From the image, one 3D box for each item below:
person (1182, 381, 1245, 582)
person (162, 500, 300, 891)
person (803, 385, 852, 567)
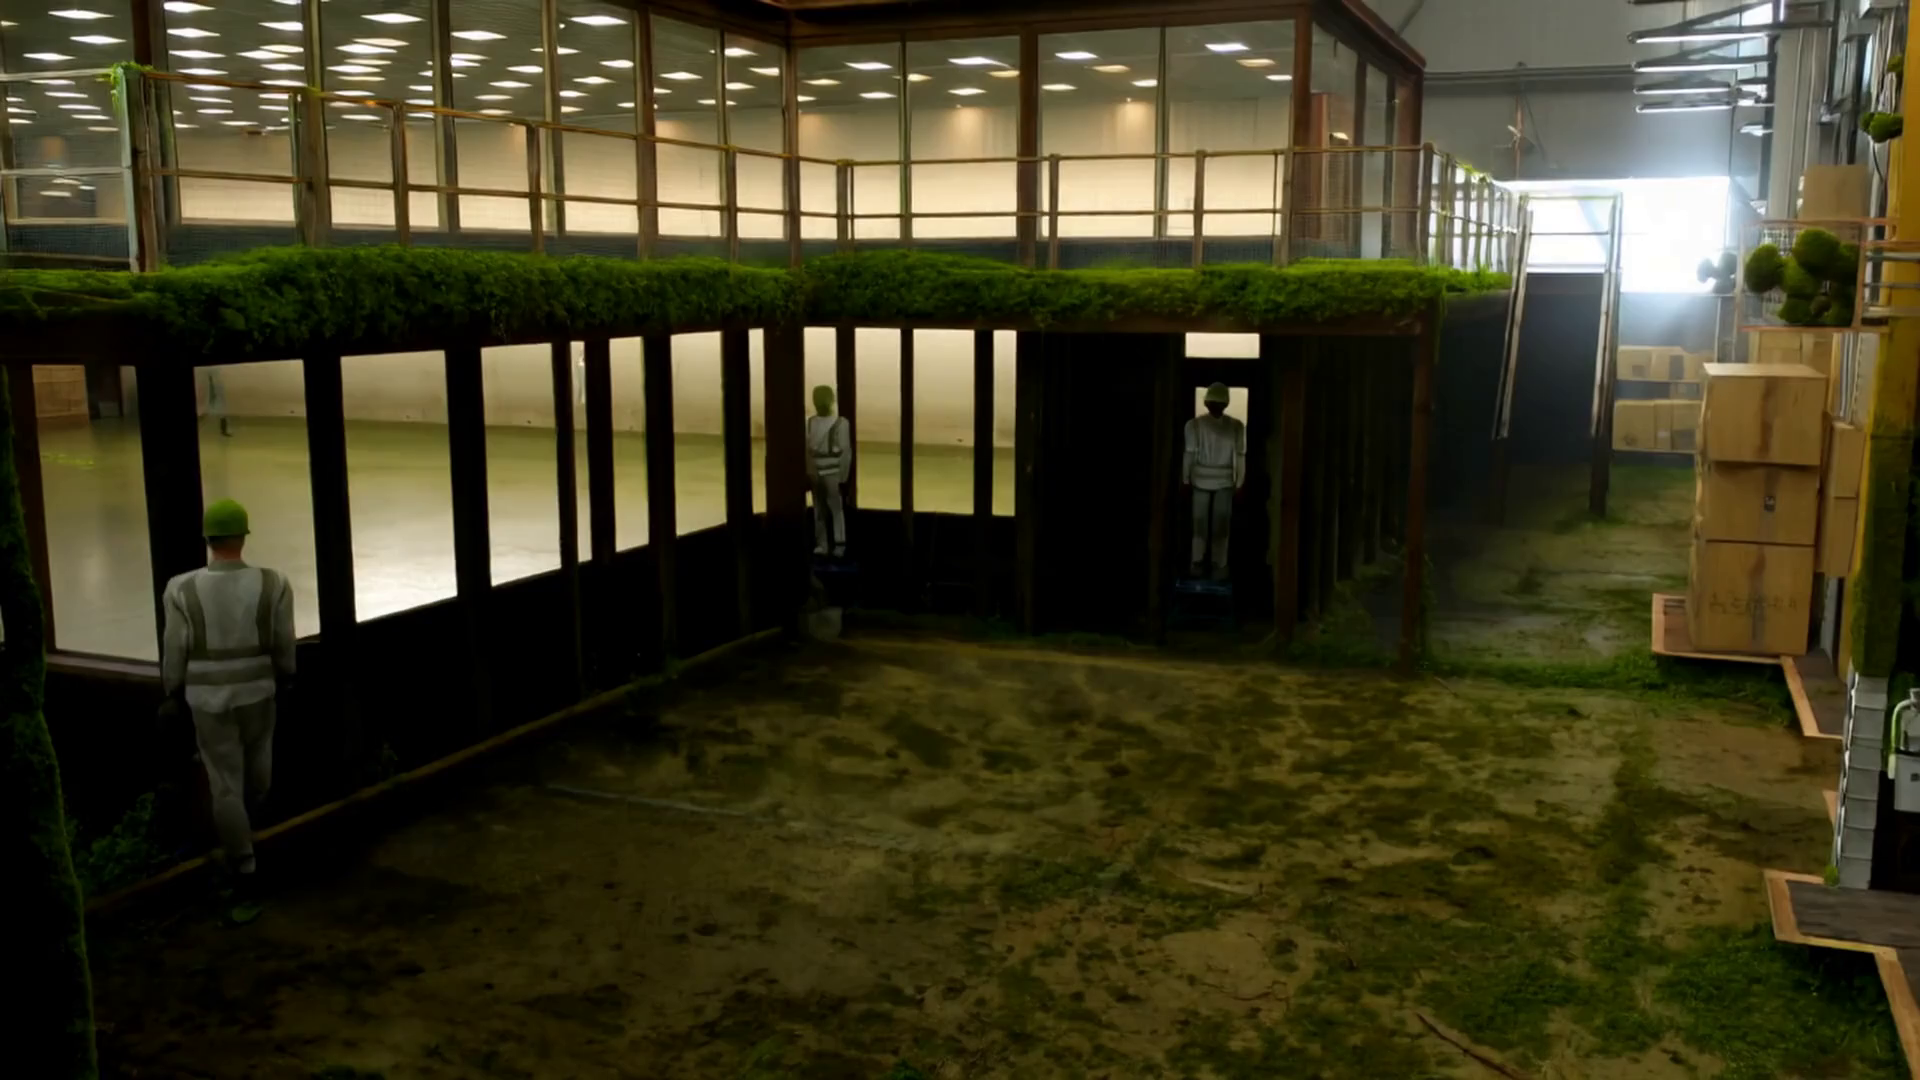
[{"bbox_3d":[2.489,-0.565,16.320,0.612,1.986,0.406,1,9,5],"label":"person"},{"bbox_3d":[-3.681,0.750,8.409,0.611,1.916,0.822,-5,10,-26],"label":"person"},{"bbox_3d":[-1.387,-0.663,17.219,0.587,1.883,0.342,7,12,37],"label":"person"}]
